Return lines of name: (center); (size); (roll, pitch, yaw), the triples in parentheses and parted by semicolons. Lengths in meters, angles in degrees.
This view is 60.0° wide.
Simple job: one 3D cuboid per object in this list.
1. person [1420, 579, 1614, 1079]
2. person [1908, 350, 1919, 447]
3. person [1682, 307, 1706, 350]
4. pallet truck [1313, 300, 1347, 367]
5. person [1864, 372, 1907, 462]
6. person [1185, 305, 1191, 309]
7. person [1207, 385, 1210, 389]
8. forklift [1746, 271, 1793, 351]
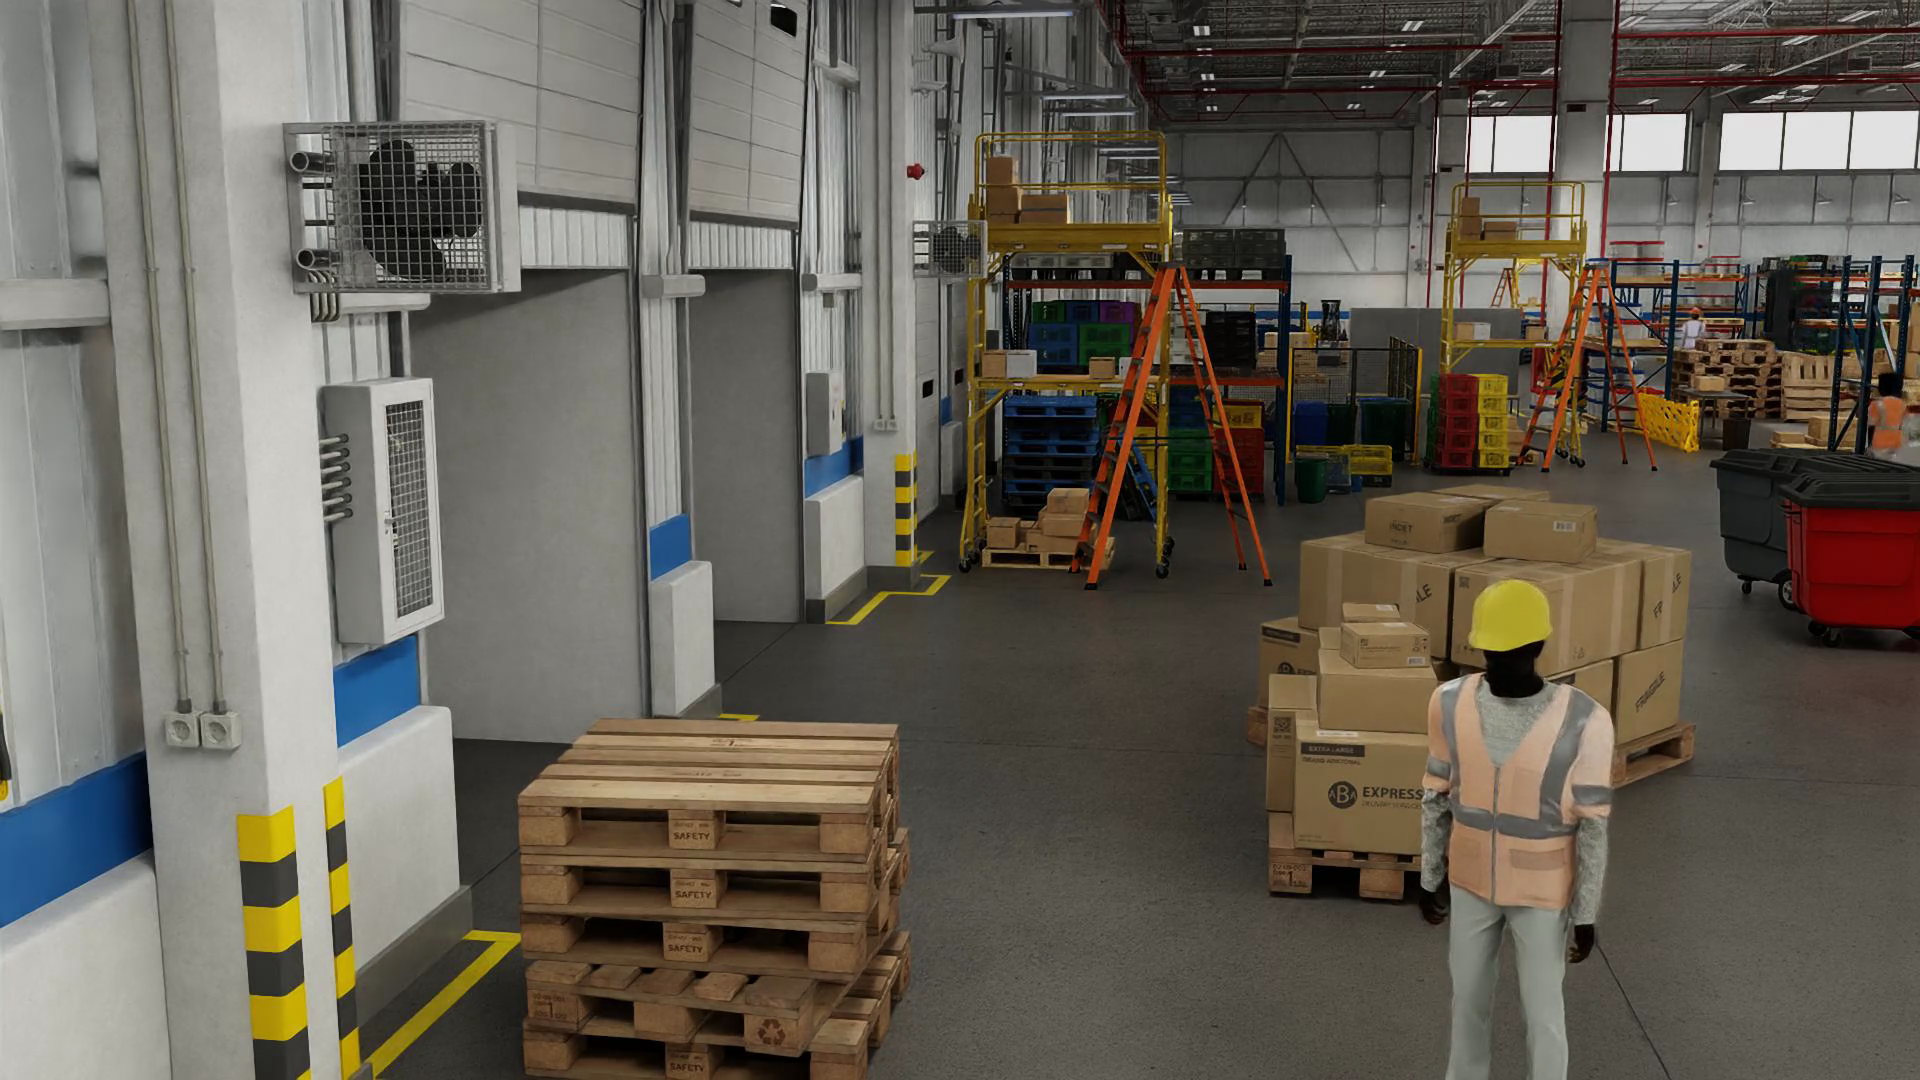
person: (1.698, 1.063, 5.179); (0.587, 1.918, 0.398); (7, 12, 39)
person: (15.599, -2.368, 26.885); (0.320, 1.739, 0.484); (9, 13, 43)
person: (18.546, -4.912, 42.022); (0.552, 1.921, 0.436); (7, 11, 36)
pallet truck: (11.159, -6.200, 49.718); (0.823, 1.965, 1.885); (4, 10, 26)
person: (10.704, -1.094, 19.206); (0.541, 1.681, 0.489); (-3, 10, -17)
person: (6.147, -5.359, 44.751); (0.543, 1.930, 0.389); (-6, 11, -32)
person: (5.157, -3.651, 35.135); (0.312, 1.633, 0.519); (-5, 11, -29)
forklift: (18.867, -4.828, 38.544); (1.873, 2.768, 1.129); (1, 9, 9)
